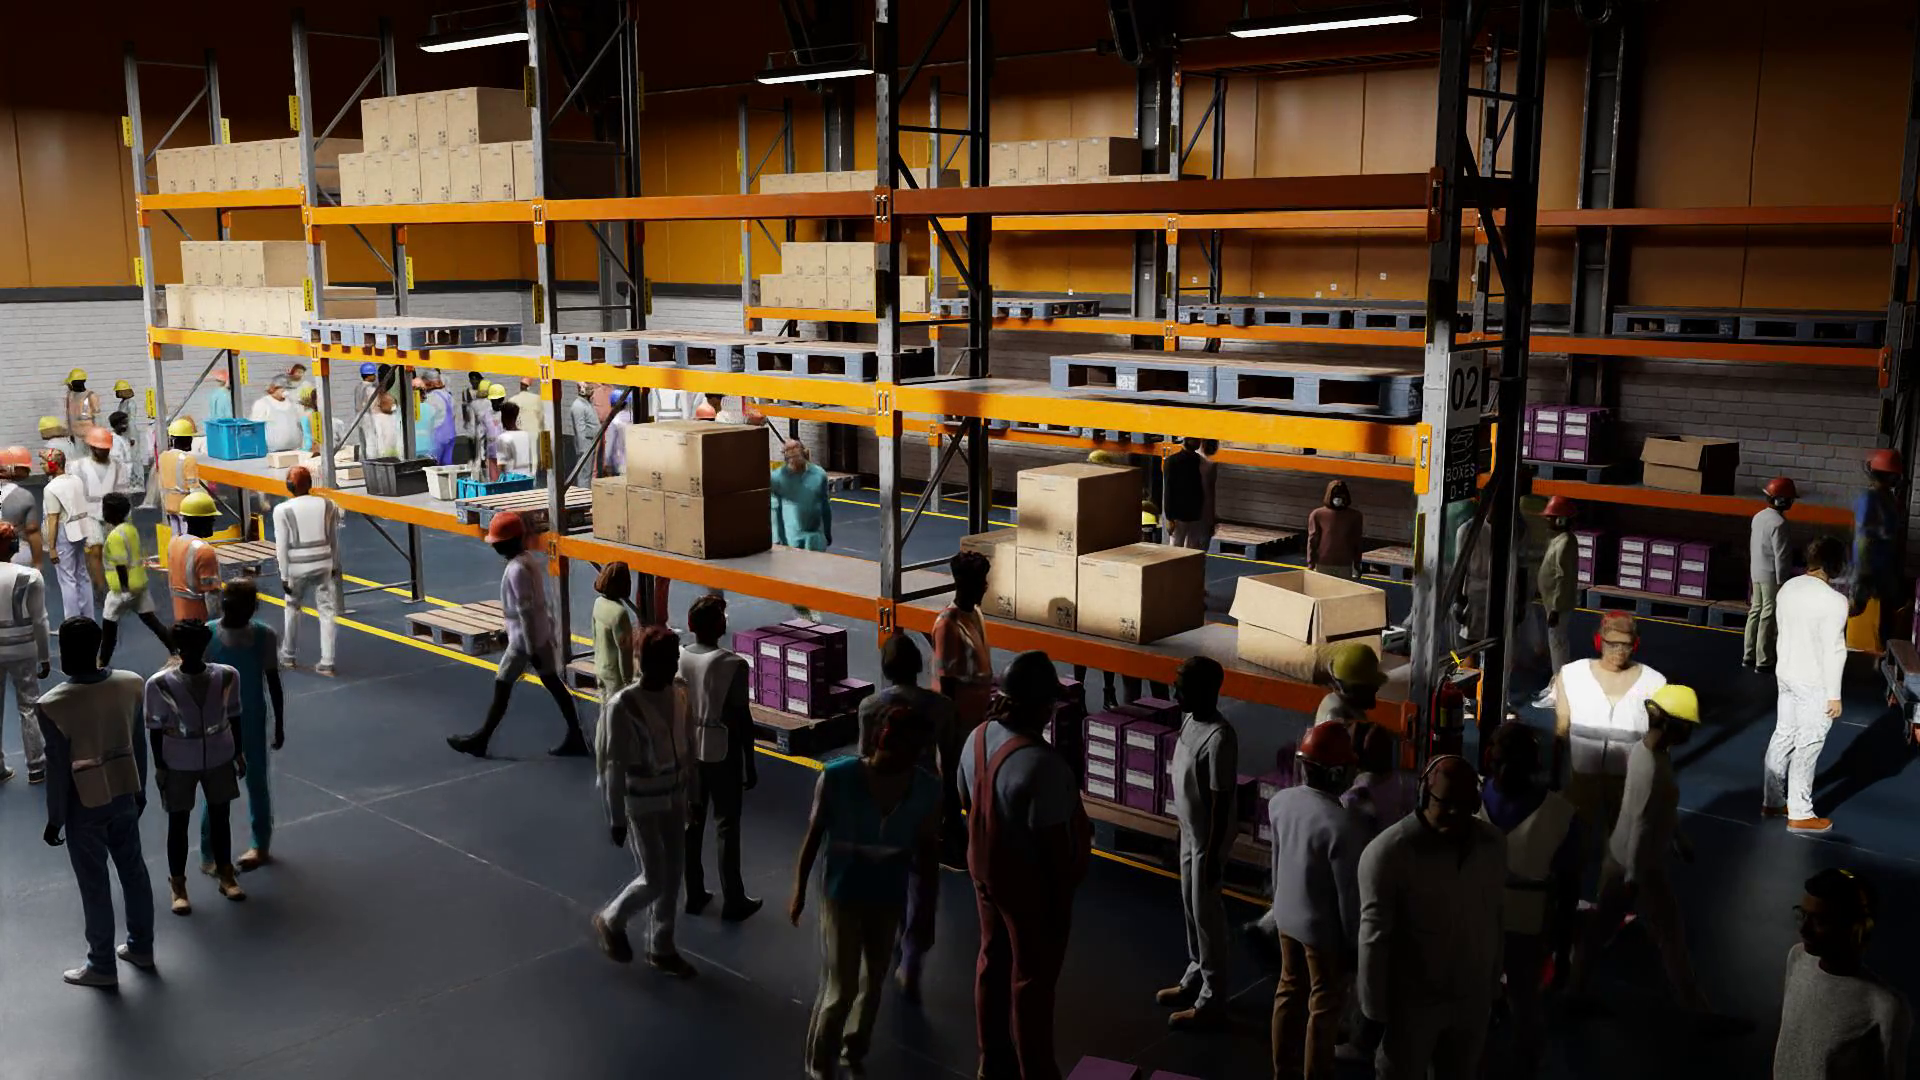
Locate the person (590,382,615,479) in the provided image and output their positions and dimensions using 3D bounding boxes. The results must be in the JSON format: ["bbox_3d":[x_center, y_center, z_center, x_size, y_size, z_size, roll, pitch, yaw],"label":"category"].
[{"bbox_3d":[-5.666,-1.812,26.313,0.409,1.909,0.639,9,13,41],"label":"person"}]

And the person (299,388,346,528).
[{"bbox_3d":[-8.633,-1.097,22.283,0.670,1.902,0.609,3,10,17],"label":"person"}]

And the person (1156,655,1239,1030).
[{"bbox_3d":[1.169,1.452,8.069,0.342,1.840,0.507,-1,10,-8],"label":"person"}]

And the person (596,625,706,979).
[{"bbox_3d":[-1.605,1.346,8.577,0.485,1.866,0.570,6,12,31],"label":"person"}]

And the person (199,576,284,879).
[{"bbox_3d":[-4.377,1.113,10.043,0.537,1.829,0.401,-7,12,-35],"label":"person"}]

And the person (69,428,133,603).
[{"bbox_3d":[-8.962,-0.227,17.422,0.567,1.876,1.017,-10,14,-44],"label":"person"}]

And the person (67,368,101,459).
[{"bbox_3d":[-13.349,-1.650,25.340,0.588,1.927,0.370,4,11,20],"label":"person"}]

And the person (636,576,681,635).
[{"bbox_3d":[-2.939,0.003,16.064,0.602,1.906,0.410,6,12,31],"label":"person"}]

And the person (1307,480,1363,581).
[{"bbox_3d":[3.478,0.247,15.443,0.508,1.632,0.264,0,10,2],"label":"person"}]

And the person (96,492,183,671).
[{"bbox_3d":[-7.264,0.396,14.548,0.892,1.654,0.534,-1,10,-7],"label":"person"}]

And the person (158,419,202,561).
[{"bbox_3d":[-8.345,-0.337,17.918,0.593,1.924,0.380,6,12,30],"label":"person"}]

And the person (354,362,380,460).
[{"bbox_3d":[-9.347,-1.832,26.309,0.403,1.948,0.605,-9,14,-42],"label":"person"}]

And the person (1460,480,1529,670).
[{"bbox_3d":[4.500,0.403,14.026,0.638,1.828,0.630,-4,11,-20],"label":"person"}]

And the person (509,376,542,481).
[{"bbox_3d":[-7.040,-1.814,26.965,0.556,1.690,0.968,-4,11,-22],"label":"person"}]

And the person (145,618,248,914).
[{"bbox_3d":[-4.350,1.267,9.506,0.535,1.693,0.322,-8,13,-38],"label":"person"}]

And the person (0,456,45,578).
[{"bbox_3d":[-8.513,0.168,14.743,0.698,2.000,0.712,-4,11,-23],"label":"person"}]

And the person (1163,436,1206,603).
[{"bbox_3d":[2.357,-0.256,17.262,0.608,1.997,0.375,-8,13,-39],"label":"person"}]

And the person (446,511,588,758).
[{"bbox_3d":[-3.248,0.703,12.189,1.038,1.865,0.577,0,10,2],"label":"person"}]

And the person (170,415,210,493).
[{"bbox_3d":[-10.077,-0.852,21.802,0.494,1.586,0.871,-4,11,-19],"label":"person"}]

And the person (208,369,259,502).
[{"bbox_3d":[-10.867,-1.571,24.811,0.633,1.943,0.983,5,11,28],"label":"person"}]

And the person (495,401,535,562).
[{"bbox_3d":[-5.247,-0.667,19.704,0.484,1.951,0.627,4,11,22],"label":"person"}]

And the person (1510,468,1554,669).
[{"bbox_3d":[4.985,0.263,14.820,0.660,1.822,0.436,-4,11,-21],"label":"person"}]

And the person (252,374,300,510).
[{"bbox_3d":[-9.641,-1.386,23.529,0.881,2.000,0.683,8,13,39],"label":"person"}]

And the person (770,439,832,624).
[{"bbox_3d":[-1.566,-0.061,16.479,0.670,1.884,0.542,-4,11,-19],"label":"person"}]

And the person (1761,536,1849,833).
[{"bbox_3d":[5.487,0.929,10.773,0.368,1.932,0.622,-1,10,-3],"label":"person"}]

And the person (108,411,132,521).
[{"bbox_3d":[-10.731,-0.813,21.301,0.371,1.685,0.549,-3,10,-14],"label":"person"}]

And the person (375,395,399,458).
[{"bbox_3d":[-8.331,-1.323,24.359,0.349,1.619,0.500,5,11,25],"label":"person"}]

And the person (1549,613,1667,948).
[{"bbox_3d":[3.517,1.278,9.070,0.567,1.830,0.474,3,10,15],"label":"person"}]

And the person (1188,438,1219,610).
[{"bbox_3d":[2.513,-0.243,17.487,0.477,1.918,0.695,-2,10,-11],"label":"person"}]

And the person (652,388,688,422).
[{"bbox_3d":[-4.601,-1.827,26.471,0.576,1.881,0.354,1,10,5],"label":"person"}]

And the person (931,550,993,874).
[{"bbox_3d":[0.017,1.023,10.119,0.365,1.963,0.610,3,10,16],"label":"person"}]

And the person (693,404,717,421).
[{"bbox_3d":[-2.964,-0.637,19.583,0.375,1.935,0.551,5,11,28],"label":"person"}]

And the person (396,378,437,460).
[{"bbox_3d":[-7.431,-1.219,22.798,0.629,1.983,0.890,-8,13,-38],"label":"person"}]
